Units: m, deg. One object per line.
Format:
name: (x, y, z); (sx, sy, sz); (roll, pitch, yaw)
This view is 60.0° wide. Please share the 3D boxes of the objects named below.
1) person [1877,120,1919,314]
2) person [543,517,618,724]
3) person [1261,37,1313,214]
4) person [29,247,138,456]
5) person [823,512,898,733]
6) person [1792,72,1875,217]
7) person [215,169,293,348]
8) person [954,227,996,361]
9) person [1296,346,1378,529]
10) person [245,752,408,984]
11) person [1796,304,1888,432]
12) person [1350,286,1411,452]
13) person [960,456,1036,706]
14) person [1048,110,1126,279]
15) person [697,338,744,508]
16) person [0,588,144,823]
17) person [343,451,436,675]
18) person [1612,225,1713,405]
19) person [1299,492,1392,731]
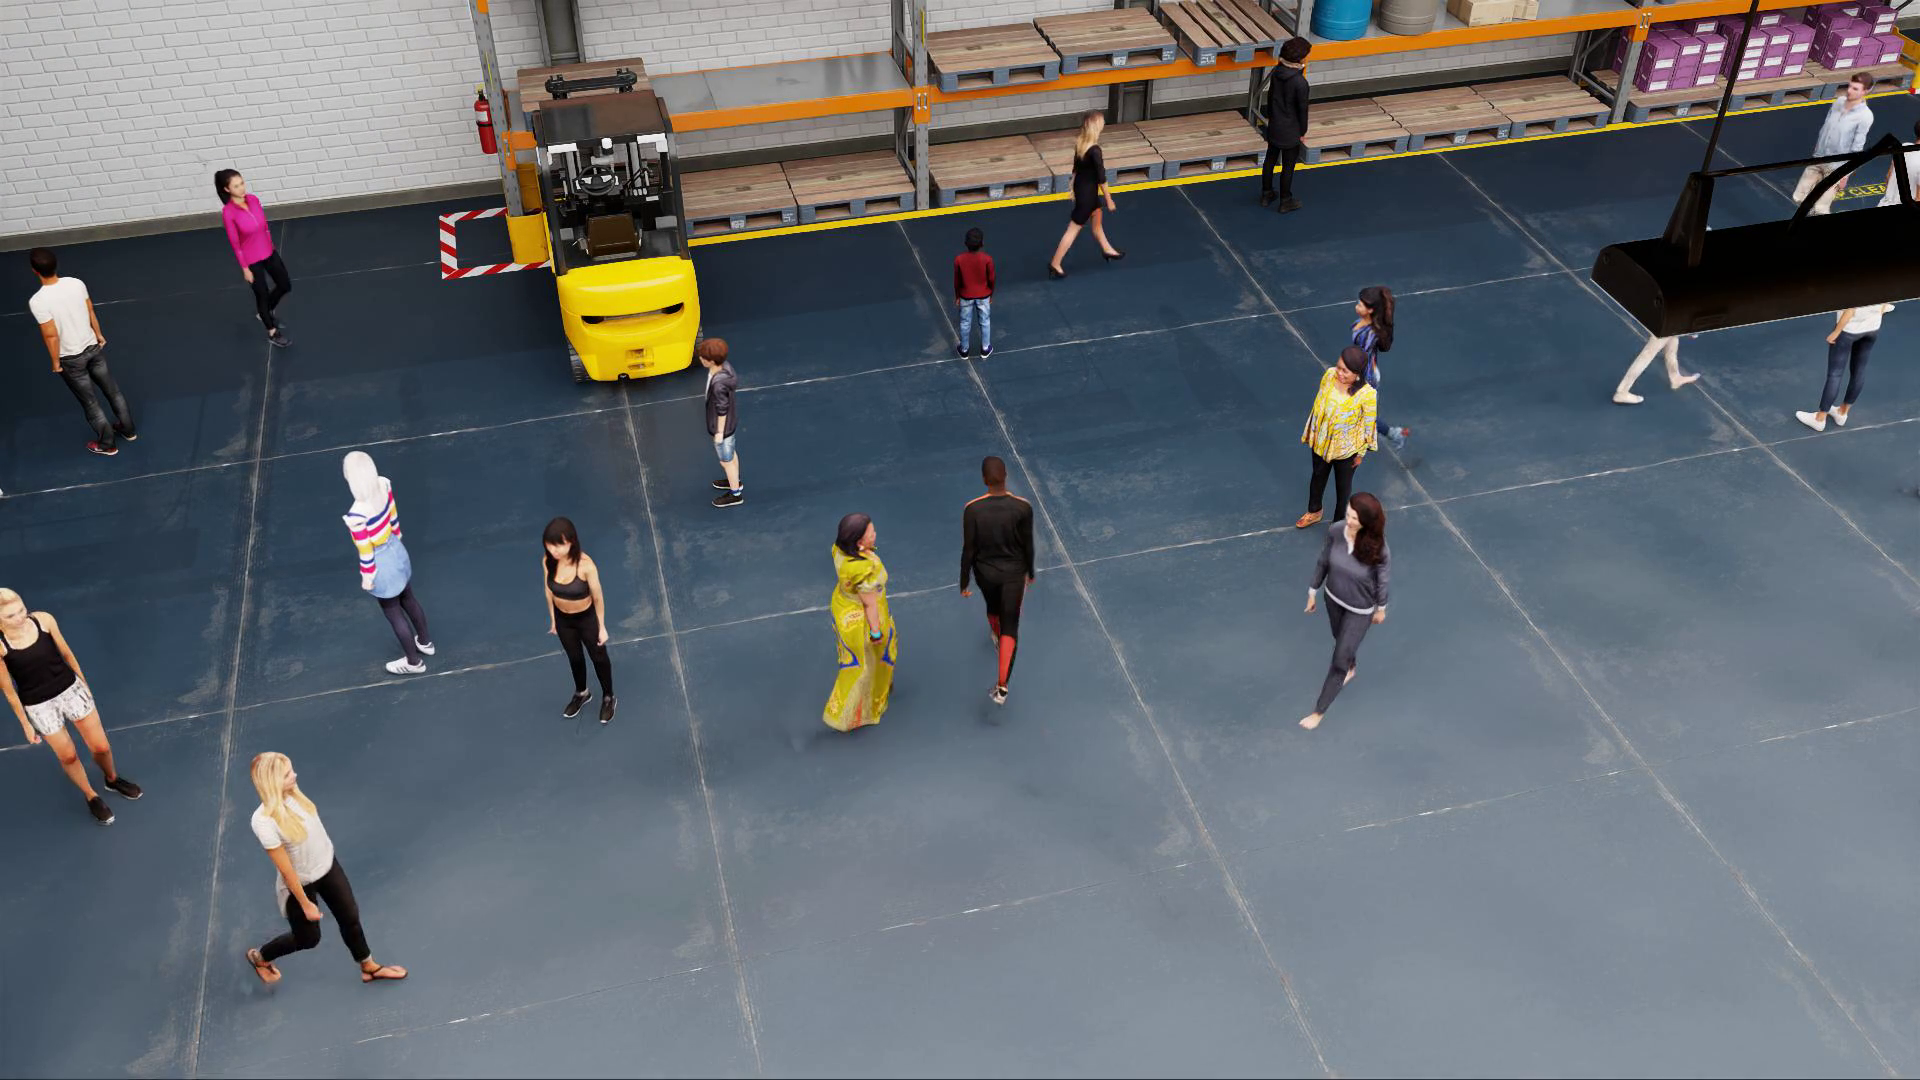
person: (8.431, -2.946, 14.962); (0.611, 1.855, 0.717); (-4, 39, -5)
person: (-2.474, 0.504, 10.812); (0.583, 1.643, 0.688); (9, 40, 12)
person: (3.230, -4.111, 16.482); (0.736, 1.779, 0.725); (-29, 47, -31)
person: (-7.004, -1.503, 13.206); (0.751, 1.803, 0.714); (16, 41, 19)
person: (-0.679, 0.511, 10.799); (0.889, 1.659, 0.859); (-15, 41, -18)
person: (8.325, -3.558, 15.743); (0.722, 1.836, 0.681); (-12, 40, -15)
person: (-6.200, -2.472, 14.512); (0.800, 1.687, 0.742); (16, 41, 19)
person: (0.127, -2.142, 14.435); (0.485, 1.256, 0.606); (-1, 39, -2)
person: (2.810, -0.725, 12.341); (0.866, 1.655, 0.915); (32, 48, 33)
person: (-3.620, 1.853, 8.995); (1.151, 1.803, 0.838); (2, 39, 2)
person: (7.254, -1.689, 13.426); (0.441, 1.809, 0.649); (-11, 40, -13)
person: (3.227, -1.261, 13.053); (1.023, 1.605, 0.810); (4, 39, 5)
person: (0.270, 0.298, 10.971); (1.191, 1.766, 0.969); (4, 39, 4)
person: (1.088, -3.139, 15.389); (1.038, 1.624, 0.579); (-11, 40, -13)
person: (-1.827, -0.913, 12.744); (0.556, 1.446, 0.574); (-3, 39, -3)
person: (-5.549, 0.935, 10.113); (0.757, 1.841, 0.653); (30, 48, 32)
person: (-3.839, 0.148, 11.125); (0.690, 1.808, 0.721); (7, 39, 9)
person: (5.766, -1.838, 13.736); (1.077, 1.663, 0.747); (-3, 39, -4)
person: (2.601, 0.366, 10.914); (0.970, 1.731, 1.163); (31, 48, 33)
